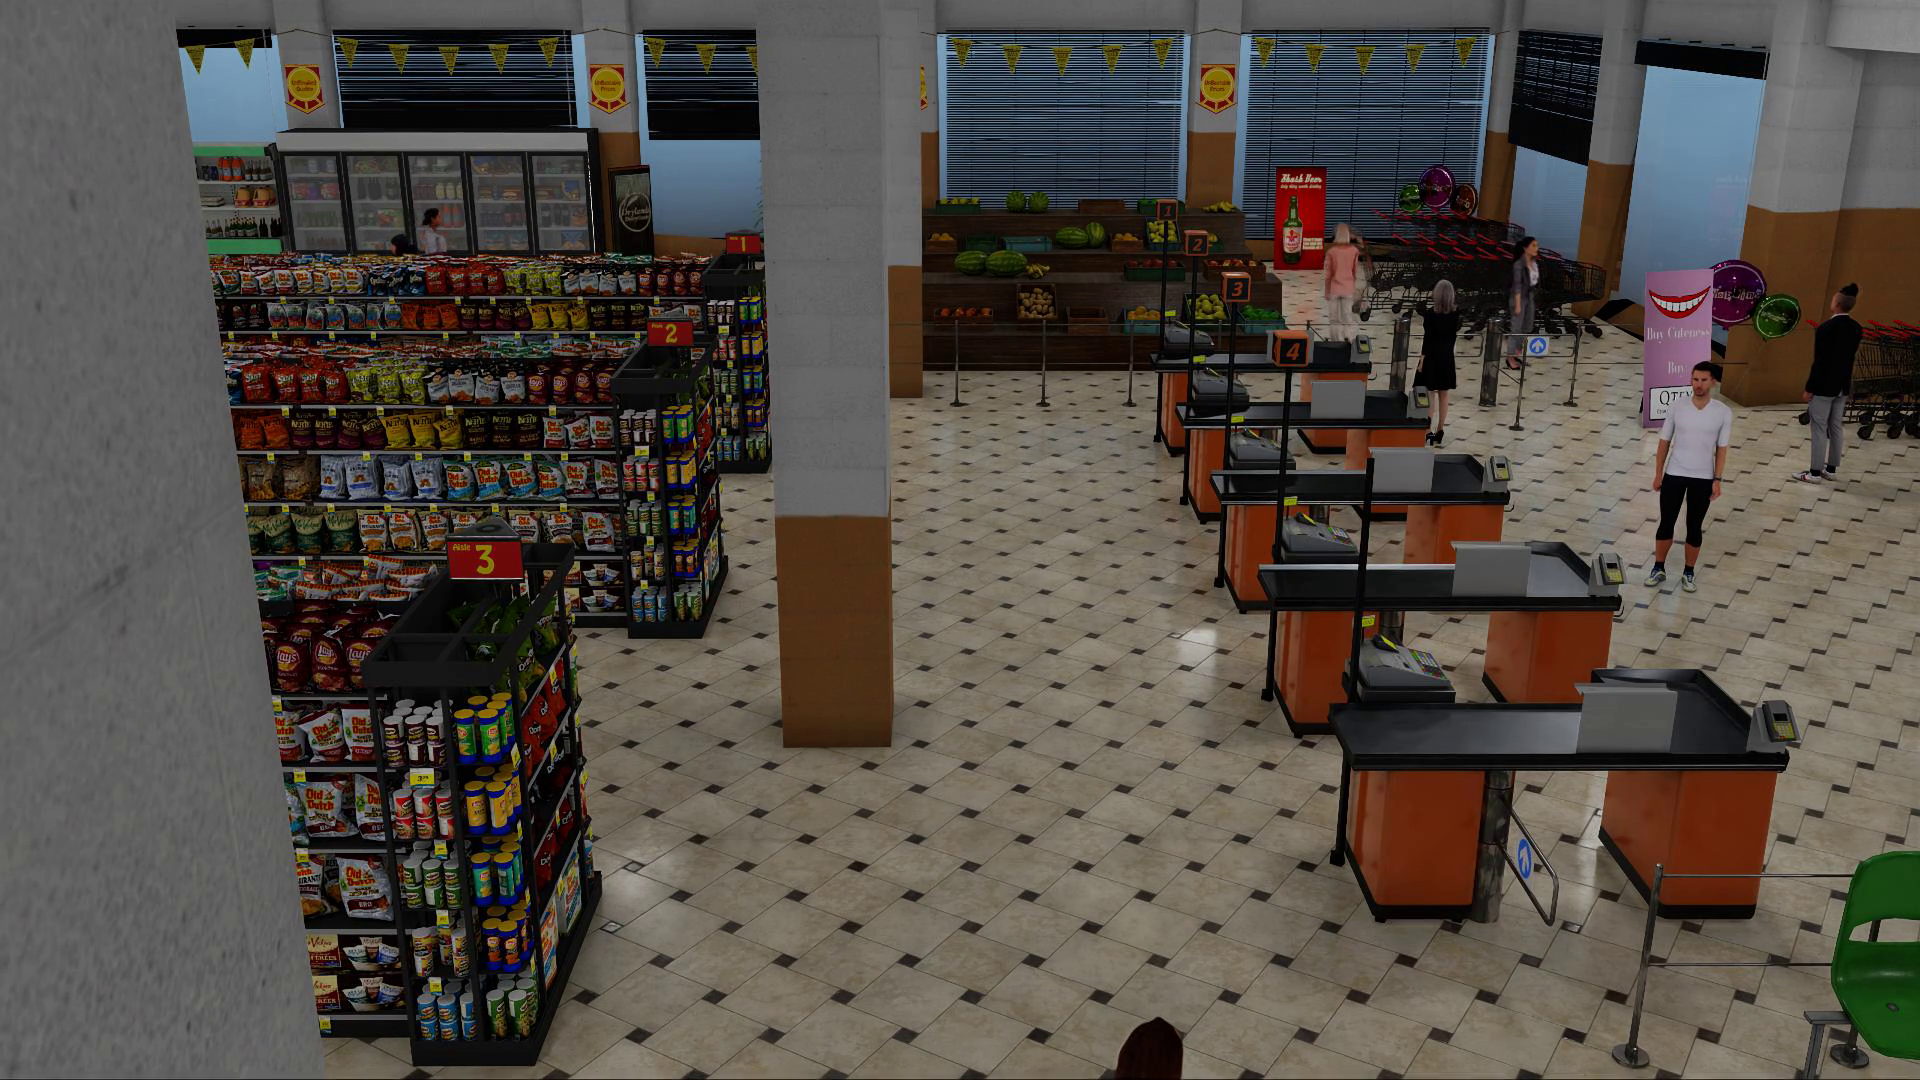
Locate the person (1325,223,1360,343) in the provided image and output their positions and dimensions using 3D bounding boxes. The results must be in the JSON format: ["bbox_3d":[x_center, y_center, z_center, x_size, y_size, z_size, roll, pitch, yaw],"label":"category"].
[{"bbox_3d":[4.955,-3.229,21.554,0.796,1.705,0.658,0,19,0],"label":"person"}]

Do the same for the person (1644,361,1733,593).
[{"bbox_3d":[5.831,-0.524,13.301,0.674,1.852,0.808,9,21,26],"label":"person"}]

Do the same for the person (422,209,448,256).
[{"bbox_3d":[-7.231,-3.664,22.814,0.895,1.724,0.707,-2,19,-6],"label":"person"}]

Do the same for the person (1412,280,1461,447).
[{"bbox_3d":[5.005,-1.867,17.448,0.625,1.747,0.738,-7,20,-21],"label":"person"}]

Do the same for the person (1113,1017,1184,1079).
[{"bbox_3d":[0.637,2.265,5.617,0.632,1.476,0.701,16,25,40],"label":"person"}]

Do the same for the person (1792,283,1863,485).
[{"bbox_3d":[8.437,-1.521,16.105,0.686,1.949,0.851,-8,20,-22],"label":"person"}]

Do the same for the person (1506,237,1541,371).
[{"bbox_3d":[7.022,-2.970,20.835,0.722,1.673,0.783,-18,25,-42],"label":"person"}]
